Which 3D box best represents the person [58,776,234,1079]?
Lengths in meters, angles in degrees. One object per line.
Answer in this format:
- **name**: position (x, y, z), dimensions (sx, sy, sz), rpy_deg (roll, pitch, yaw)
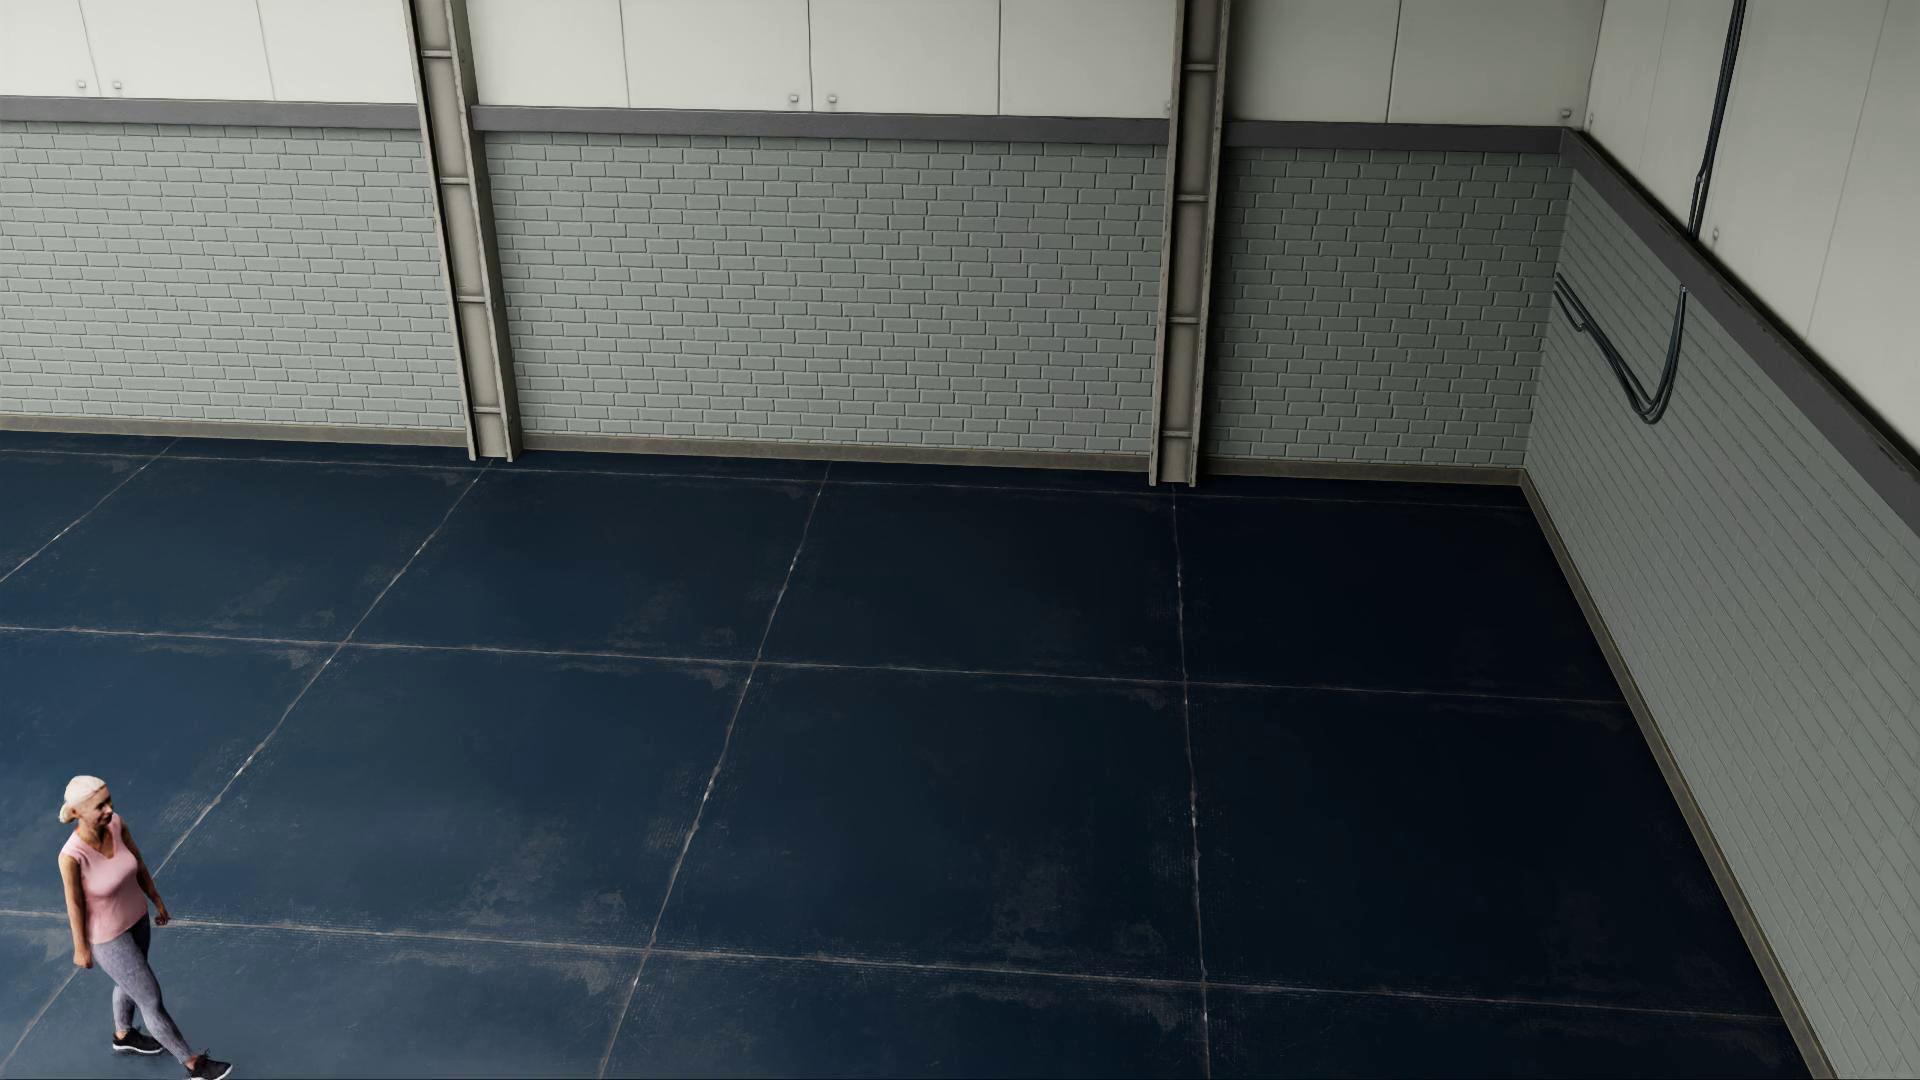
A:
- **person**: position (-4.071, 1.841, 7.935), dimensions (1.033, 1.692, 0.660), rpy_deg (6, 28, 12)
